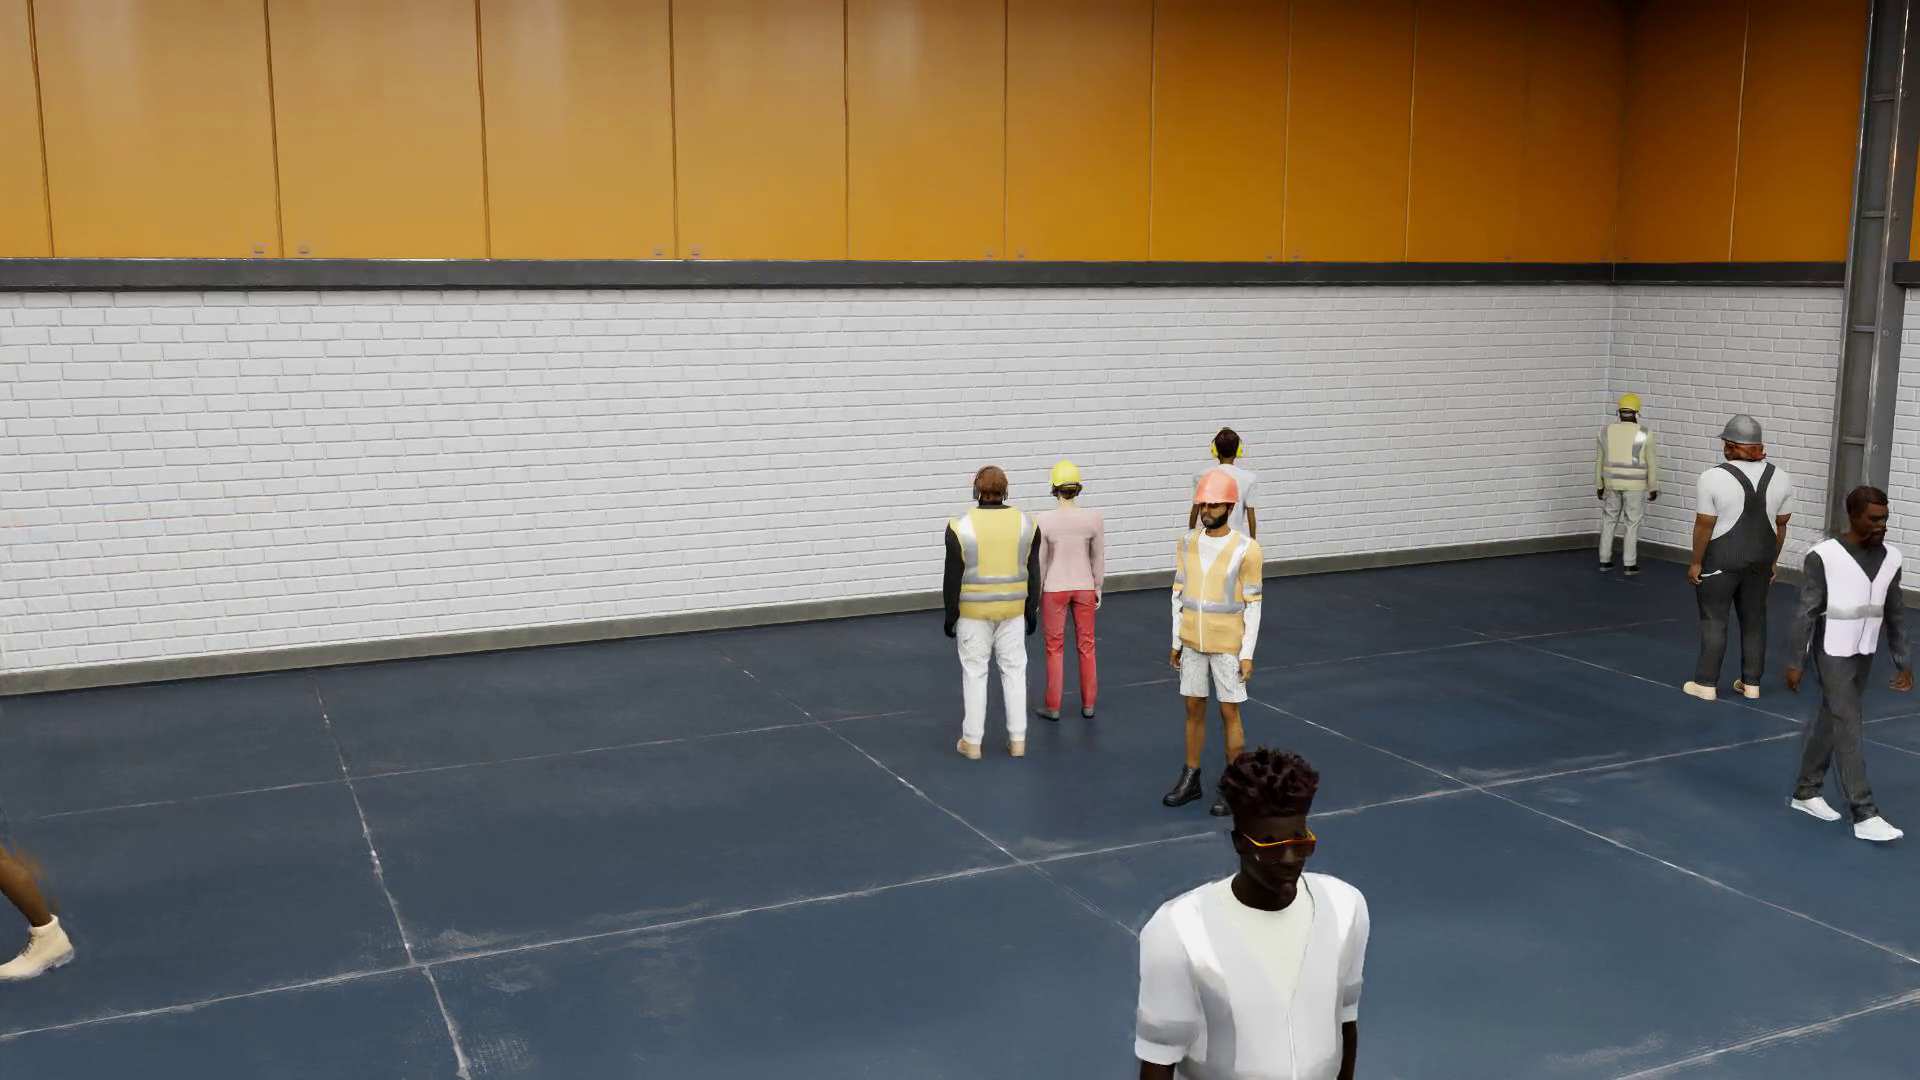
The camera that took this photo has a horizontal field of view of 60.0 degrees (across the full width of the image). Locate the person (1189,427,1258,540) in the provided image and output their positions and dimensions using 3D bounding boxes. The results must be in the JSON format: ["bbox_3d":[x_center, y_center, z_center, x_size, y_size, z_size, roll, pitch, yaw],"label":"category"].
[{"bbox_3d":[2.005,0.056,12.840,0.534,1.848,0.676,1,9,5],"label":"person"}]

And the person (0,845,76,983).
[{"bbox_3d":[-4.281,0.944,6.893,1.041,1.995,0.632,-8,12,-41],"label":"person"}]

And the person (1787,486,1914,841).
[{"bbox_3d":[4.882,0.661,8.944,0.625,1.880,0.911,-3,10,-20],"label":"person"}]

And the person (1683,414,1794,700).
[{"bbox_3d":[5.488,0.117,11.843,0.688,2.000,0.538,-1,9,-5],"label":"person"}]

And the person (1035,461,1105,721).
[{"bbox_3d":[0.722,0.346,11.261,0.524,1.772,0.310,-2,9,-12],"label":"person"}]

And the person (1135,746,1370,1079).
[{"bbox_3d":[0.730,1.444,3.900,0.630,1.937,0.826,-3,10,-16],"label":"person"}]

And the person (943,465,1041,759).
[{"bbox_3d":[0.192,0.449,10.401,0.633,1.841,0.429,-2,9,-15],"label":"person"}]

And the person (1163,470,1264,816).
[{"bbox_3d":[1.416,0.571,9.333,0.542,1.943,0.349,7,11,36],"label":"person"}]

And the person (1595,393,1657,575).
[{"bbox_3d":[6.683,-0.561,16.712,0.598,1.831,0.407,9,13,43],"label":"person"}]
